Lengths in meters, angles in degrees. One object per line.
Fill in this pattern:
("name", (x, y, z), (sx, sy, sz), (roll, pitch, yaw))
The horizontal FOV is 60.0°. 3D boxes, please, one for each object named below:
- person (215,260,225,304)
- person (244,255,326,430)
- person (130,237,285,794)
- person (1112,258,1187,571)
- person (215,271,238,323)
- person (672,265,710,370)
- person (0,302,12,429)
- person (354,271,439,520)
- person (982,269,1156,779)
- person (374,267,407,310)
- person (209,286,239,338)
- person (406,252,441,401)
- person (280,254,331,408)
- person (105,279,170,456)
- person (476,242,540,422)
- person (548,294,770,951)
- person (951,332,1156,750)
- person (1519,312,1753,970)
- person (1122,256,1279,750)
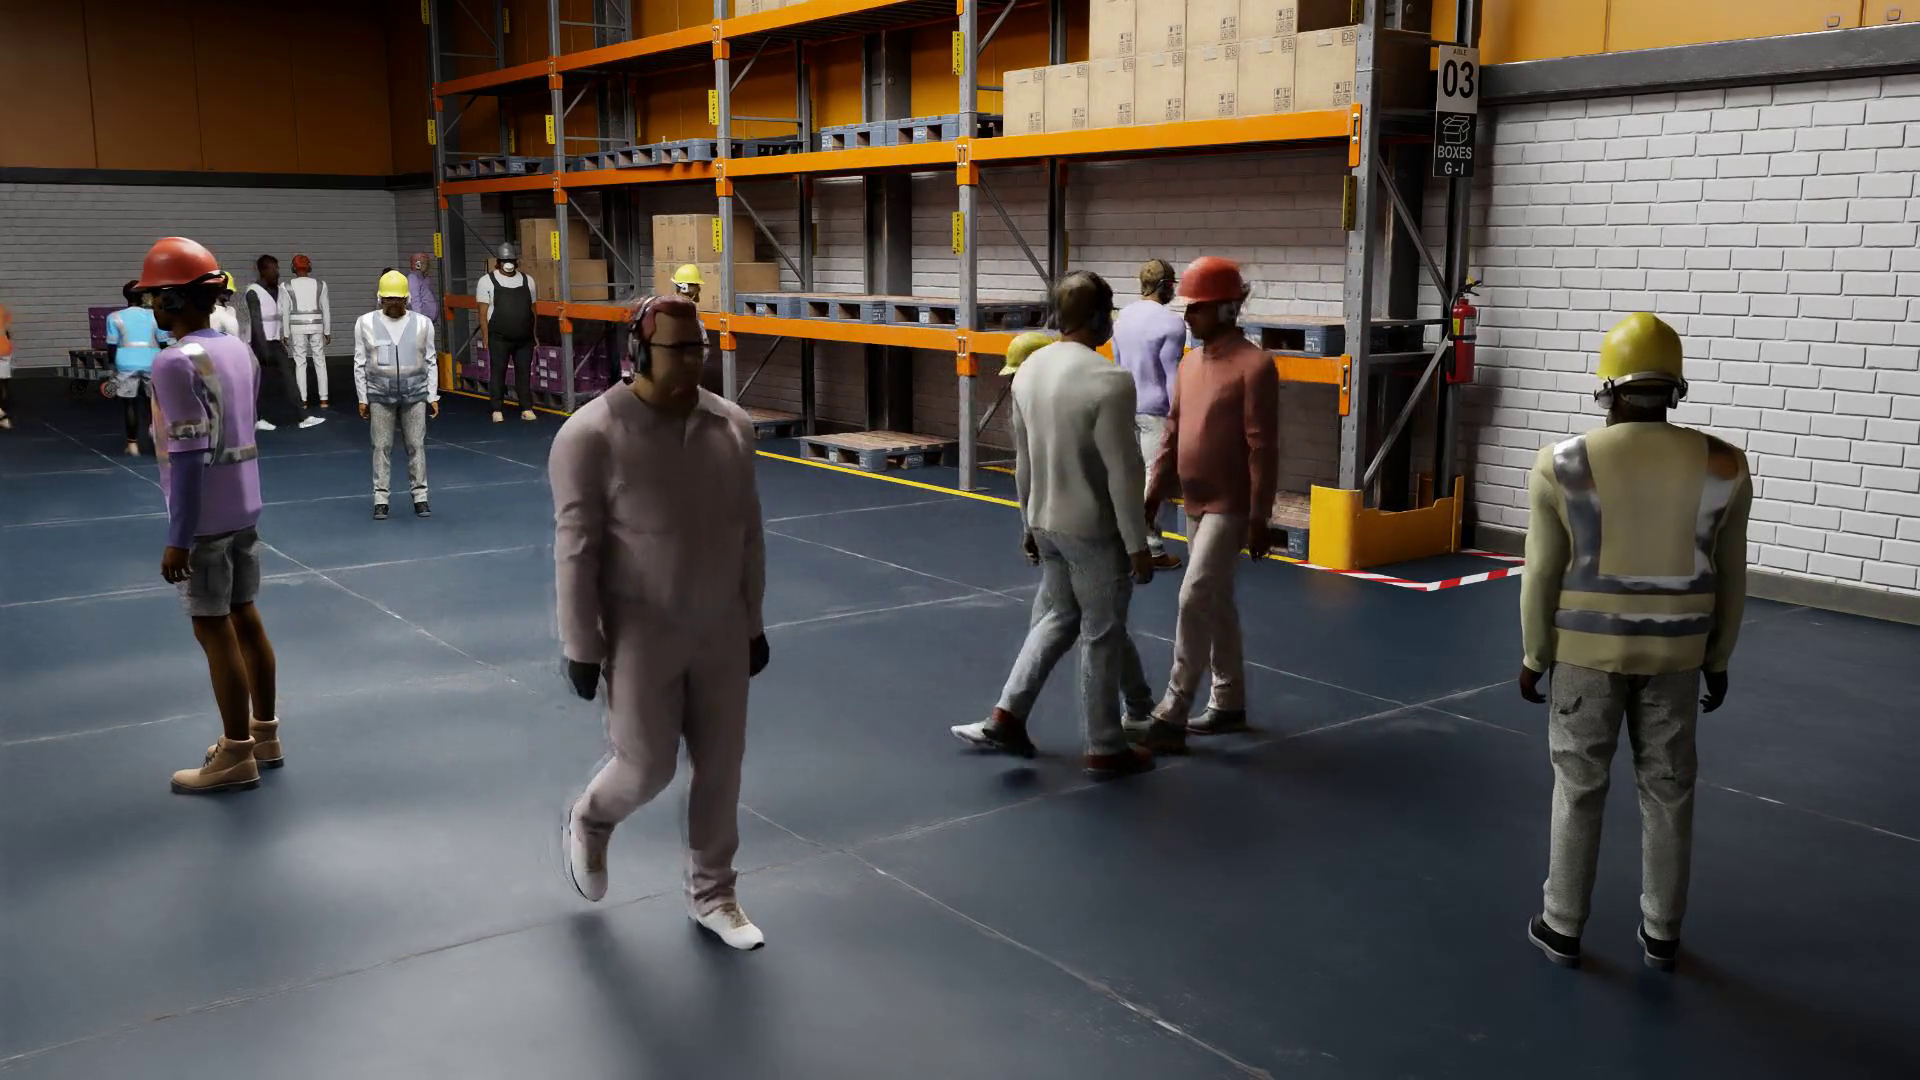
("person", (-10.904, -3.227, 24.461), (0.663, 1.786, 0.946), (10, 14, 43))
("person", (-7.345, -2.114, 17.957), (0.910, 1.880, 0.626), (2, 10, 10))
("person", (-2.799, -0.083, 6.151), (0.391, 2.040, 0.615), (0, 10, 0))
("person", (1.180, -0.773, 10.332), (0.361, 1.932, 0.628), (-7, 12, -33))
("person", (-7.003, -1.671, 15.846), (0.328, 1.760, 0.523), (1, 10, 8))
("person", (-2.483, -1.592, 15.195), (0.404, 1.827, 0.600), (-1, 10, -6))
("person", (-10.506, -2.022, 18.024), (0.365, 1.689, 0.543), (4, 11, 23))
("person", (-4.141, -1.063, 12.254), (0.588, 1.823, 0.403), (-4, 11, -22))
("person", (0.454, -0.037, 6.204), (0.606, 1.927, 0.650), (-6, 12, -31))
("person", (-9.110, -3.543, 26.665), (0.500, 1.636, 0.283), (-6, 12, -28))
("person", (-5.083, -0.917, 11.325), (0.518, 1.865, 0.330), (7, 12, 34))
("person", (-6.918, -2.744, 21.432), (0.410, 1.911, 0.640), (-2, 10, -14))
("person", (-8.033, -2.556, 20.446), (0.575, 1.884, 0.355), (-6, 12, -32))
("person", (-7.831, -1.642, 15.883), (0.573, 1.673, 0.377), (-7, 12, -33))
("person", (-5.099, -2.360, 18.910), (0.690, 2.000, 0.538), (-6, 12, -32))
("person", (-0.871, 0.236, 4.813), (0.651, 1.890, 0.611), (-9, 14, -41))
("person", (0.412, 0.010, 6.650), (0.873, 1.667, 0.503), (-1, 10, -5))
("person", (1.849, 0.292, 4.623), (0.589, 1.837, 0.404), (1, 10, 8))
("person", (0.897, -0.130, 6.654), (0.813, 1.967, 0.664), (-4, 11, -22))
